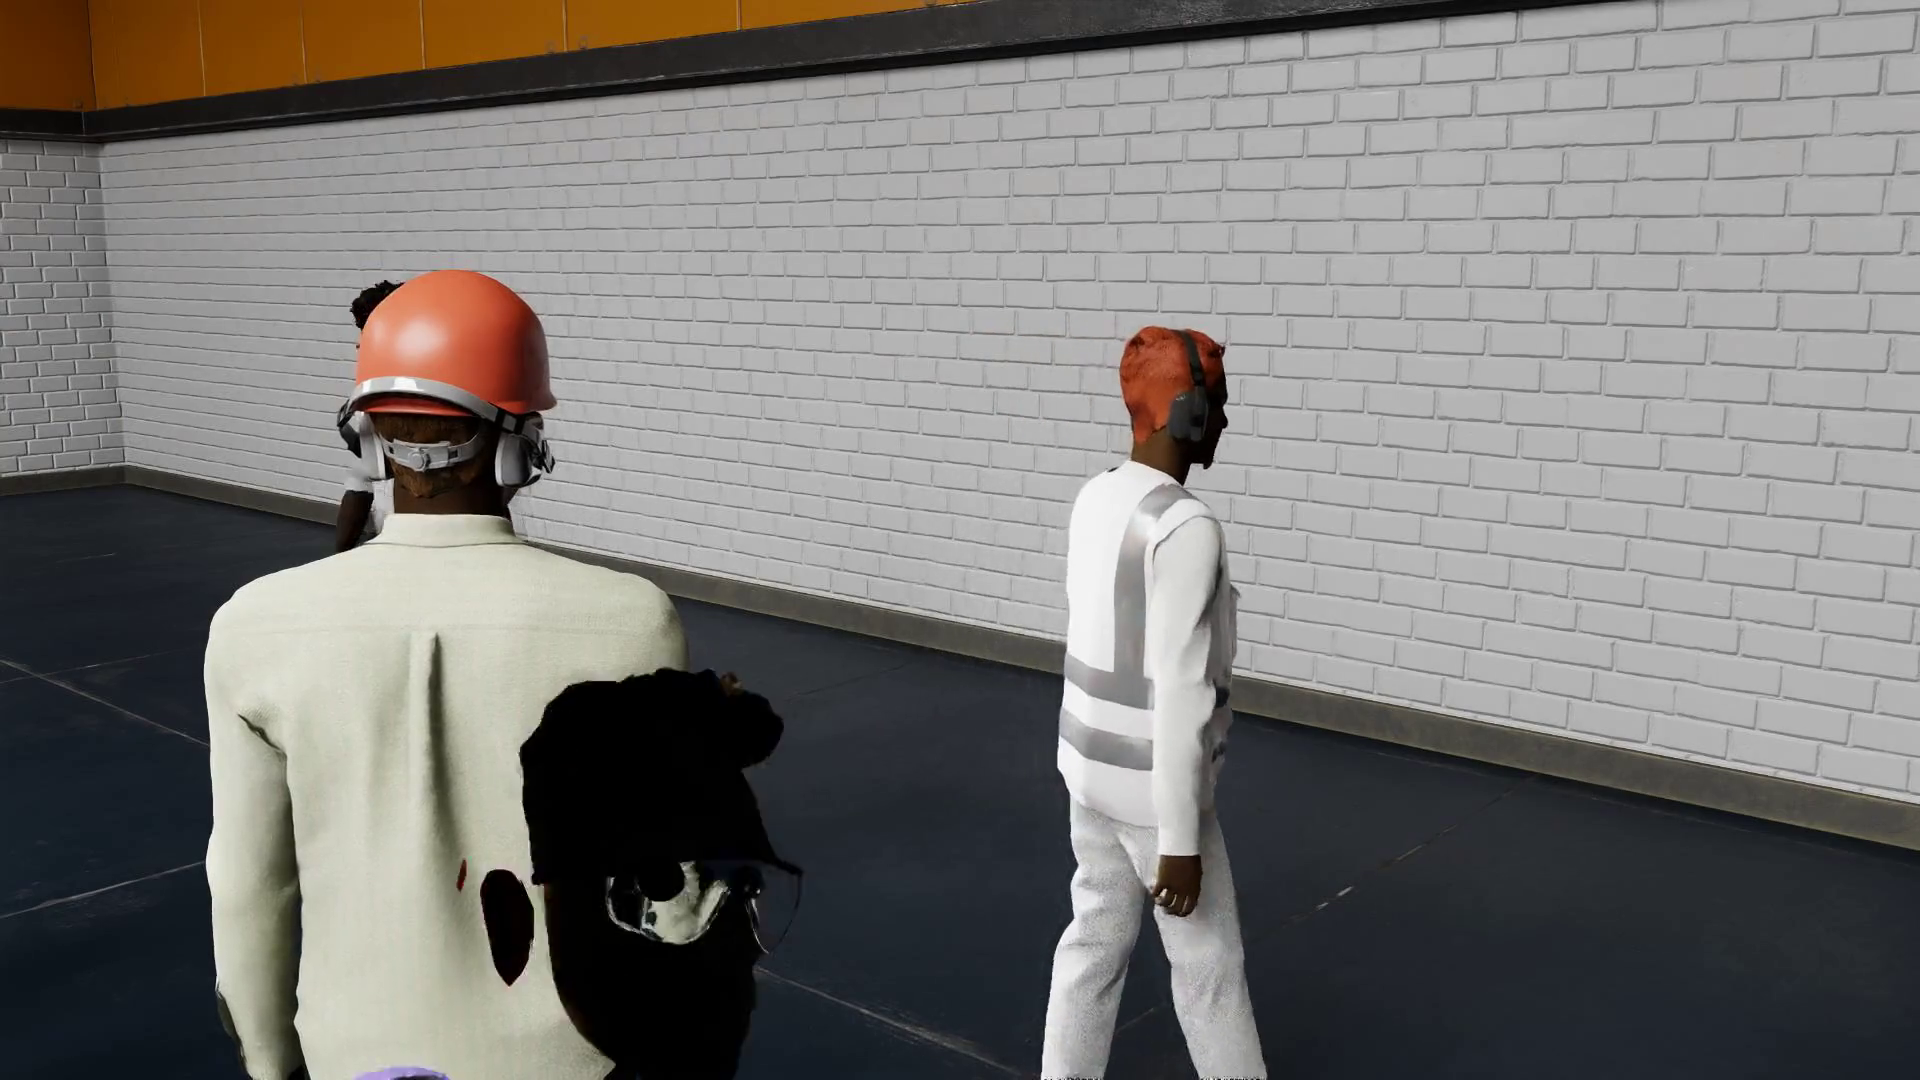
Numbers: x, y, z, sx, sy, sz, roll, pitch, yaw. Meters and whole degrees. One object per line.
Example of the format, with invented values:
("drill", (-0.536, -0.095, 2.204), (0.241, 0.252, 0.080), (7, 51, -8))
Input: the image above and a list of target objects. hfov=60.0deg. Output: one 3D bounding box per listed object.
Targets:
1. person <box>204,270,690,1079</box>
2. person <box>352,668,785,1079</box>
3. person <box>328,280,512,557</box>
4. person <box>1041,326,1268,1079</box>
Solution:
("person", (-0.631, 0.652, 2.195), (0.625, 1.992, 0.388), (-1, 10, -4))
("person", (-0.268, 0.974, 0.969), (0.995, 1.789, 0.608), (-8, 13, -40))
("person", (-1.791, 0.132, 5.384), (0.615, 1.914, 0.934), (9, 13, 41))
("person", (0.459, 0.499, 3.466), (0.638, 1.875, 0.609), (-3, 11, -19))
